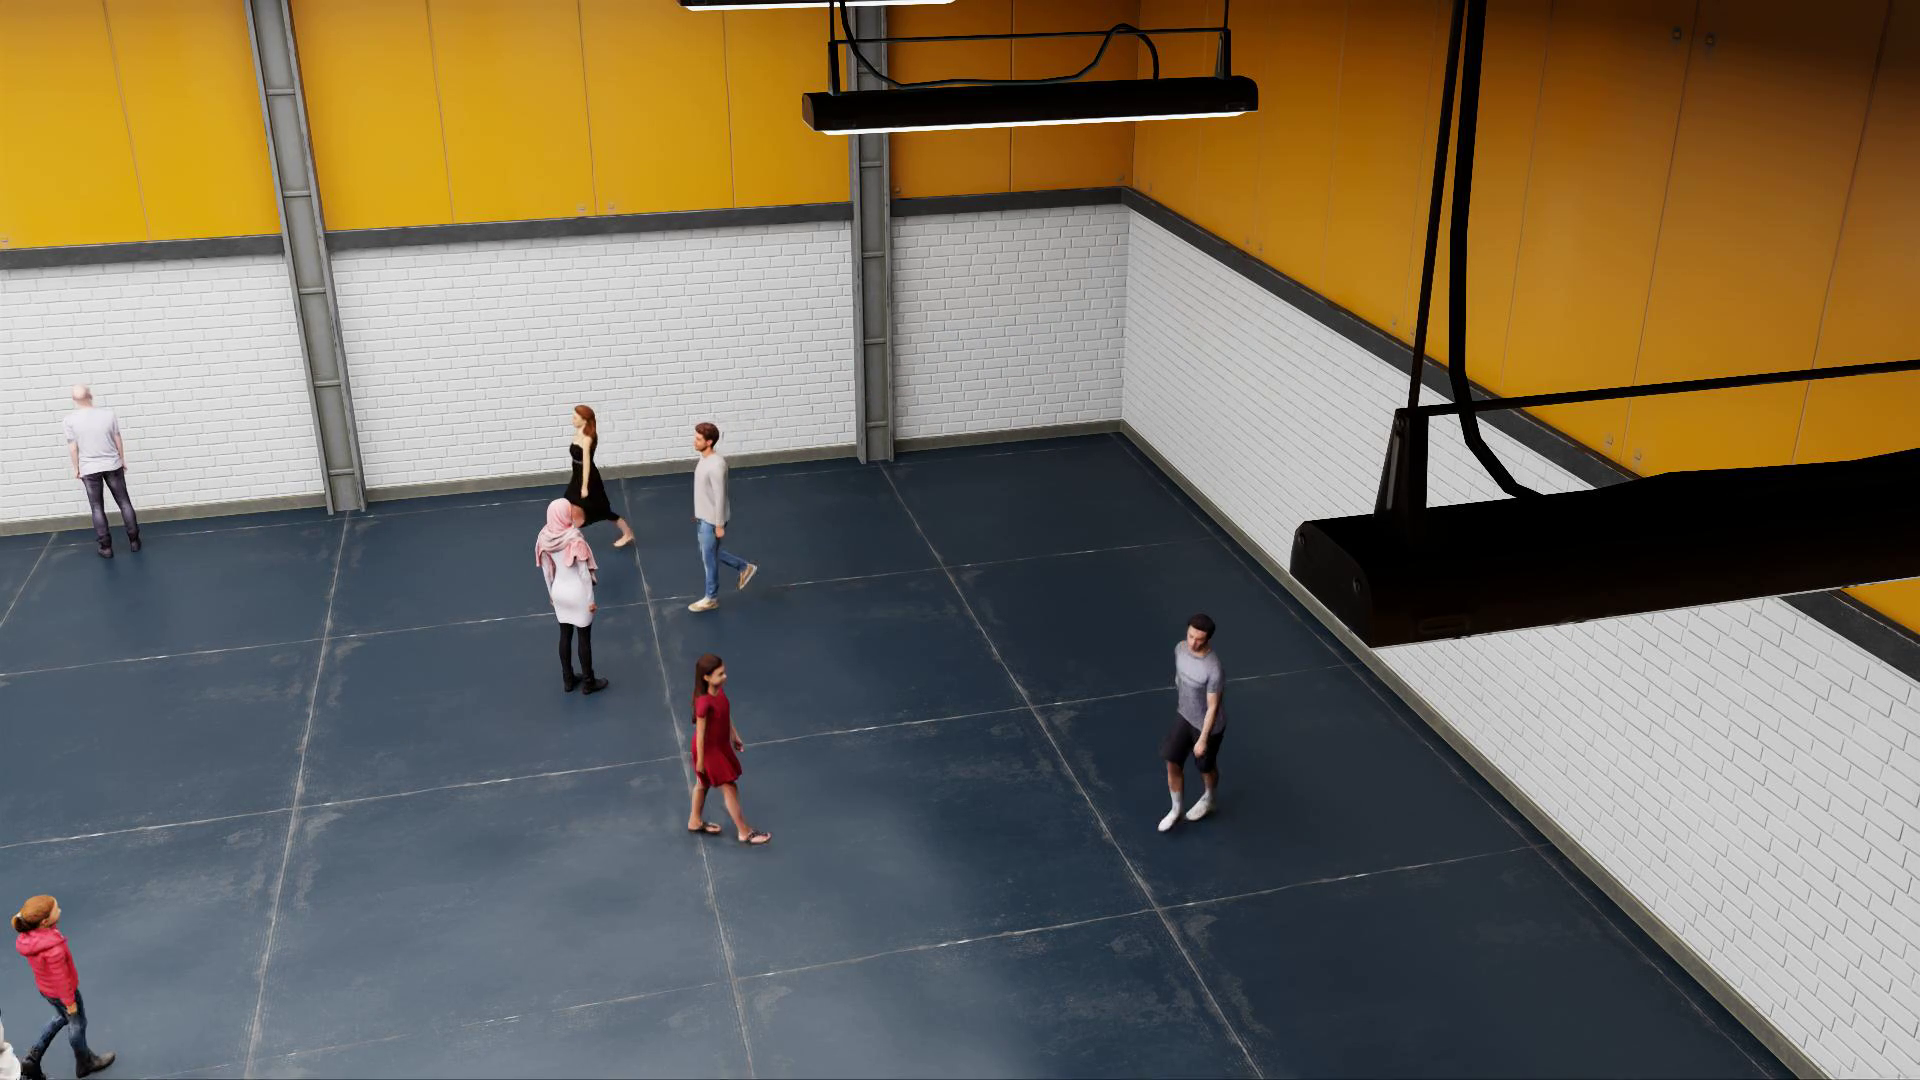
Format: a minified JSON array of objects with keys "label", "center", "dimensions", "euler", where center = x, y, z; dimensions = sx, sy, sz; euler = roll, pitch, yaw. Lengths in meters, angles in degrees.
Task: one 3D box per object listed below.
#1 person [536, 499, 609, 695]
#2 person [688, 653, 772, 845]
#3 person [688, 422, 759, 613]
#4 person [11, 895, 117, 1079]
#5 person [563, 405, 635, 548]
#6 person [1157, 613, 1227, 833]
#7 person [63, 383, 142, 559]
[{"label":"person","center":[-3.347,0.482,14.317],"dimensions":[0.723,1.804,0.798],"euler":[10,26,22]},{"label":"person","center":[-1.901,1.529,12.268],"dimensions":[0.970,1.525,0.742],"euler":[2,24,5]},{"label":"person","center":[-2.290,-0.239,15.855],"dimensions":[0.995,1.892,0.747],"euler":[-10,25,-21]},{"label":"person","center":[-5.419,2.698,9.870],"dimensions":[0.738,1.304,0.837],"euler":[19,30,37]},{"label":"person","center":[-3.729,-0.598,17.063],"dimensions":[1.127,1.582,0.729],"euler":[-11,26,-24]},{"label":"person","center":[1.818,1.312,12.384],"dimensions":[0.972,1.831,0.875],"euler":[-14,27,-29]},{"label":"person","center":[-8.807,-0.725,17.045],"dimensions":[0.642,1.831,0.787],"euler":[-16,28,-32]}]
